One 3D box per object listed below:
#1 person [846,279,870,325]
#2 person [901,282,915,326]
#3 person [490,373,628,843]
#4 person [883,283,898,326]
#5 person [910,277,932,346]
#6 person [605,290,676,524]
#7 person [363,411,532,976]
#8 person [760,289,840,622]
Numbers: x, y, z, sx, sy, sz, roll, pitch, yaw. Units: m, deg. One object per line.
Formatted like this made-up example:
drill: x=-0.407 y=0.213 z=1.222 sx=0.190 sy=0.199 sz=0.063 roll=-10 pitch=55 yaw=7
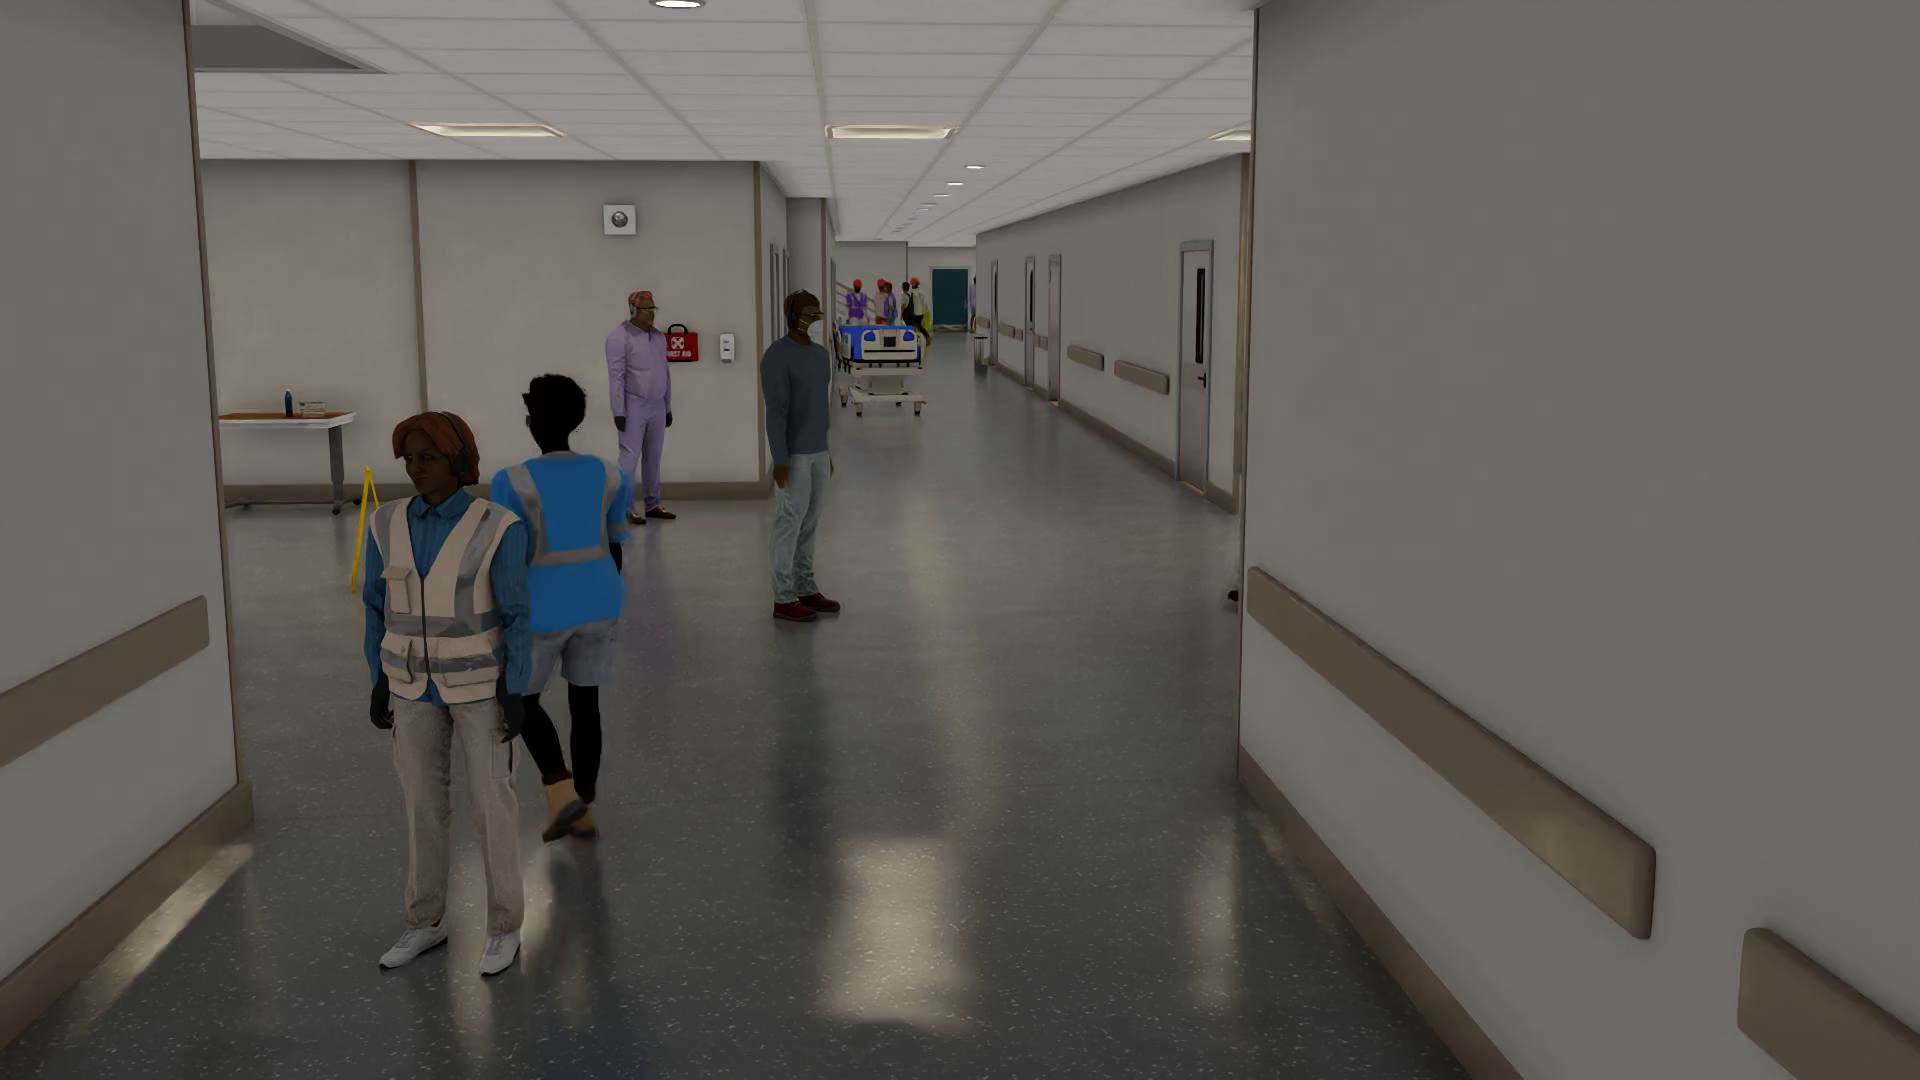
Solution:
person: x=-2.615 y=-5.762 z=42.932 sx=0.563 sy=1.905 sz=0.771 roll=-5 pitch=10 yaw=-29
person: x=-1.454 y=-6.227 z=46.089 sx=0.342 sy=1.840 sz=0.506 roll=9 pitch=12 yaw=43
person: x=-1.391 y=0.256 z=5.870 sx=0.540 sy=1.682 sz=0.405 roll=-7 pitch=11 yaw=-37
person: x=-1.793 y=-5.713 z=42.886 sx=0.393 sy=1.837 sz=0.559 roll=-1 pitch=9 yaw=-5
person: x=-1.175 y=-6.336 z=46.387 sx=0.755 sy=1.966 sz=0.629 roll=7 pitch=12 yaw=38
person: x=-2.591 y=-1.084 z=13.619 sx=0.399 sy=1.899 sz=0.647 roll=6 pitch=11 yaw=33
person: x=-1.481 y=0.443 z=4.833 sx=0.515 sy=1.641 sz=0.309 roll=2 pitch=9 yaw=11
person: x=-0.933 y=-0.499 z=9.807 sx=0.357 sy=1.938 sz=0.637 roll=4 pitch=10 yaw=23
